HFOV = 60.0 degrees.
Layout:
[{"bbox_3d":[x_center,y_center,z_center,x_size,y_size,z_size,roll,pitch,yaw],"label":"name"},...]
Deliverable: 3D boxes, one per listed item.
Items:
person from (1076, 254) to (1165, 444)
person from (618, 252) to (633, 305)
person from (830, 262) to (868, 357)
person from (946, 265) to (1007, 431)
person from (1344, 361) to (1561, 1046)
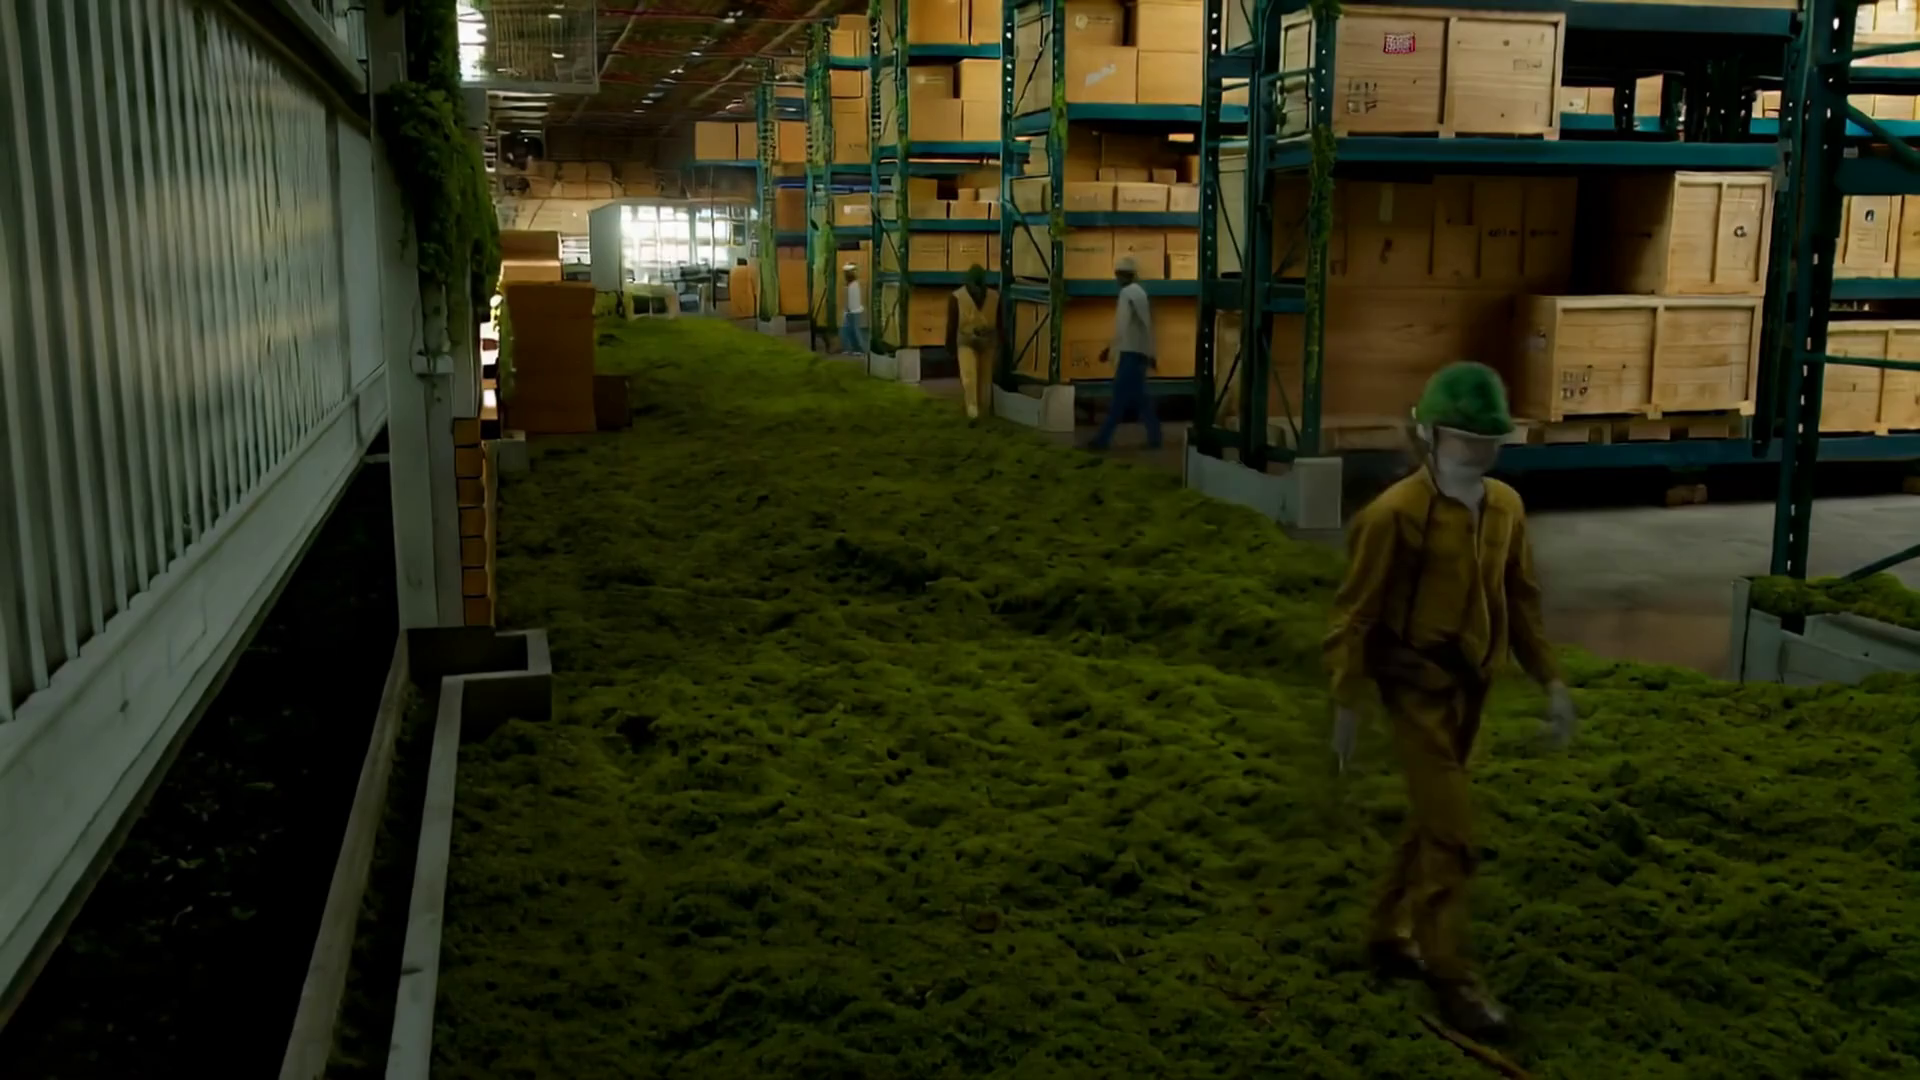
[{"bbox_3d":[1.702,-1.957,17.121,1.002,1.935,0.606,-1,10,-7],"label":"person"},{"bbox_3d":[-11.546,-9.041,57.504,0.575,1.841,0.374,-7,12,-35],"label":"person"},{"bbox_3d":[-2.041,-4.199,30.385,0.786,1.737,0.525,1,10,6],"label":"person"},{"bbox_3d":[0.217,-2.106,18.335,0.654,1.802,0.901,-3,10,-14],"label":"person"},{"bbox_3d":[1.341,0.408,4.336,0.568,1.727,0.713,-7,12,-35],"label":"person"}]
